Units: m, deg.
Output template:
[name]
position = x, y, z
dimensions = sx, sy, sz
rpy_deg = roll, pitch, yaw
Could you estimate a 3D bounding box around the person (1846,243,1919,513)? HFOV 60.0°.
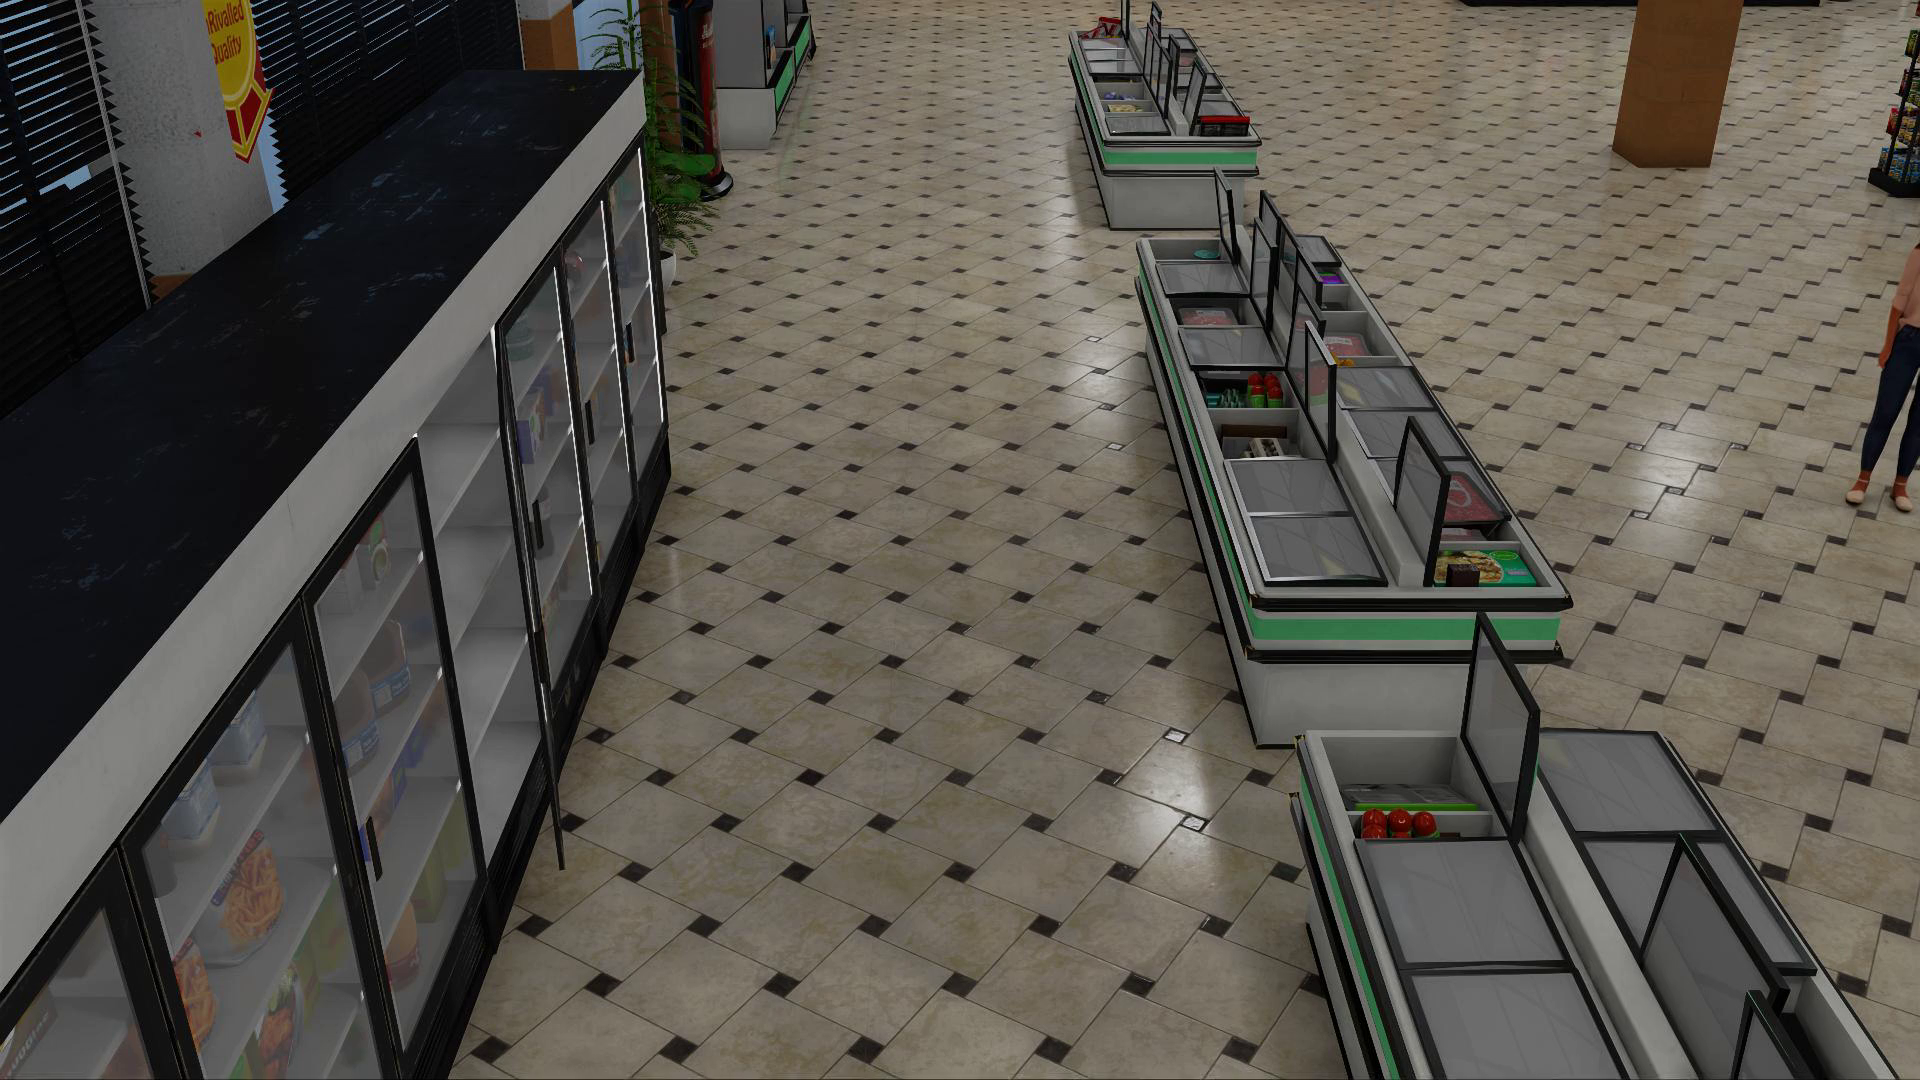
[person]
position = 5.174, -1.017, 8.921
dimensions = 0.660, 1.791, 0.648
rpy_deg = 10, 29, 19
